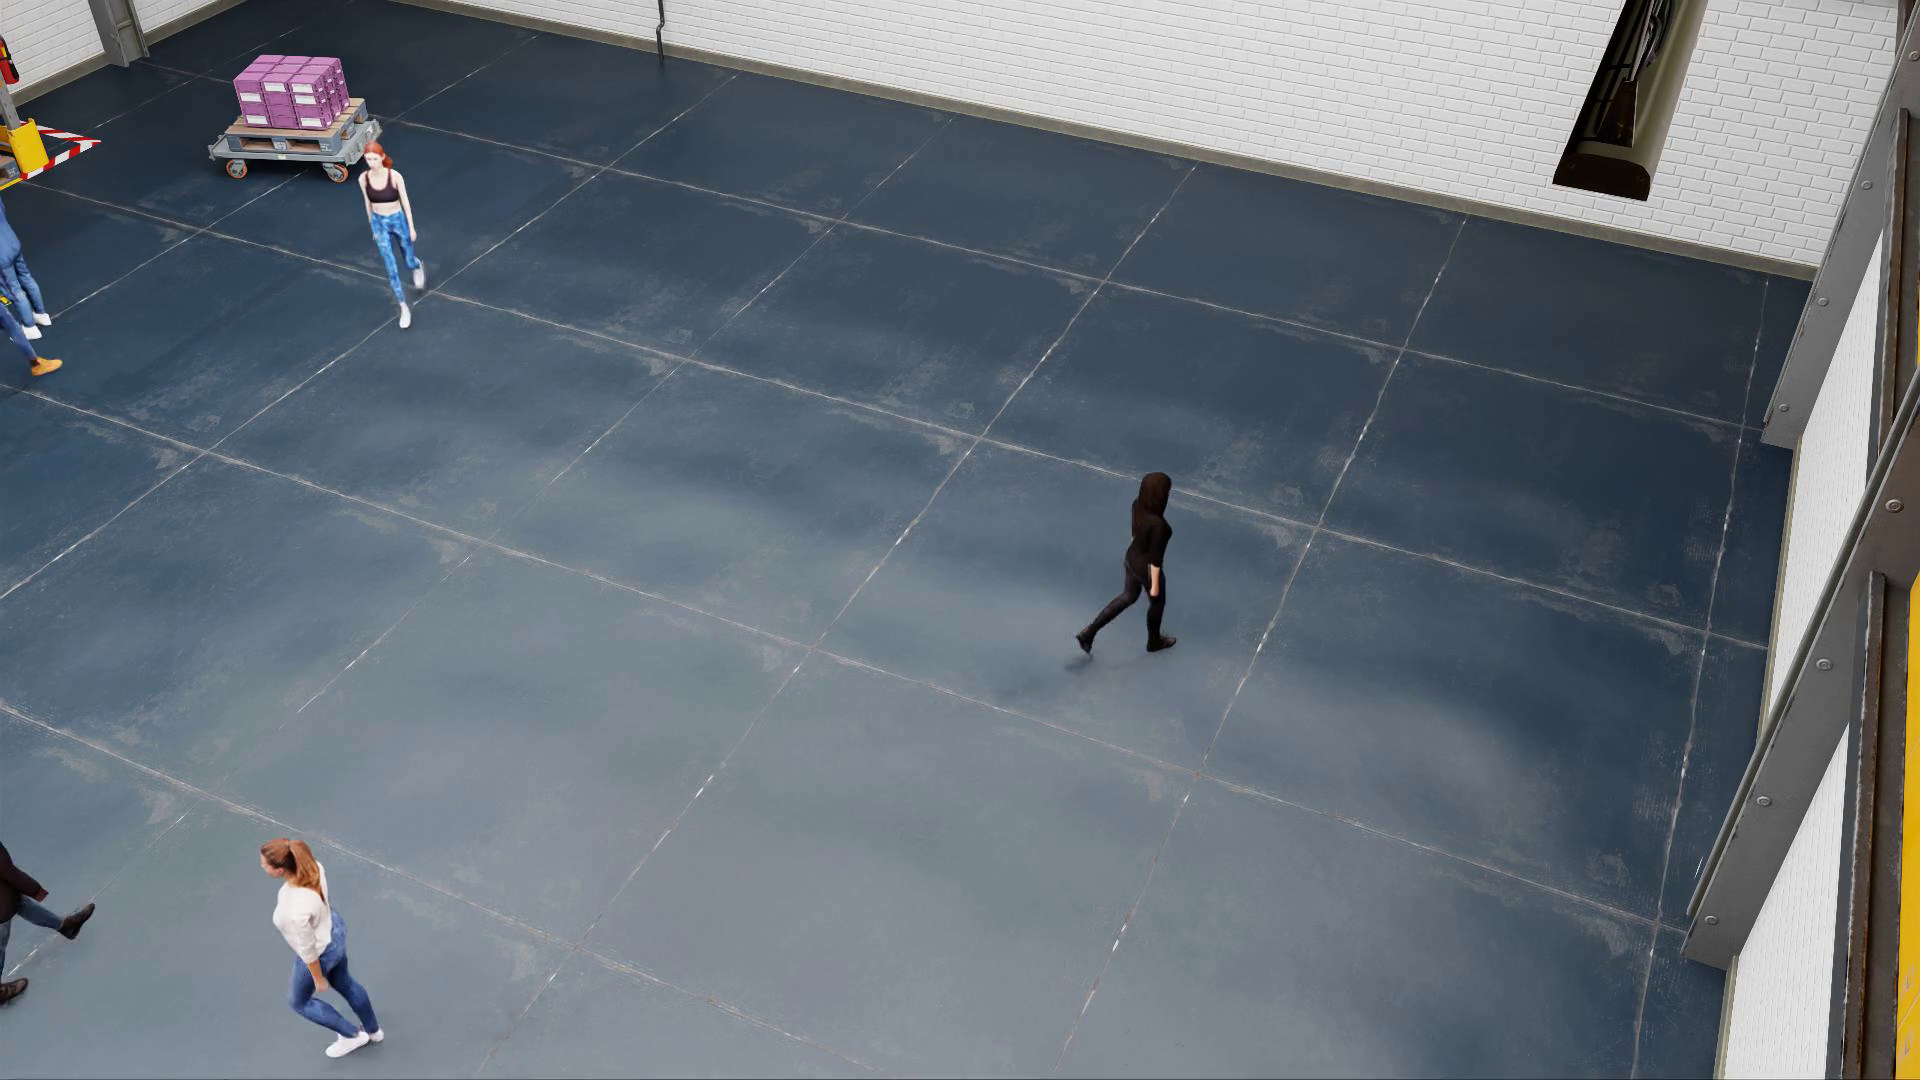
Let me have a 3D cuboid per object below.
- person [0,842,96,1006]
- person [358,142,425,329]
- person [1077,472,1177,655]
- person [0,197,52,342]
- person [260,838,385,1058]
[{"bbox_3d":[-5.607,2.055,9.510,0.699,1.592,1.040,20,43,23],"label":"person"},{"bbox_3d":[-5.309,-2.926,15.608,0.908,1.766,1.101,-4,39,-5],"label":"person"},{"bbox_3d":[1.231,0.217,11.790,1.071,1.619,0.973,-15,41,-19],"label":"person"},{"bbox_3d":[-8.834,-2.693,15.283,0.806,1.807,0.647,1,39,1],"label":"person"},{"bbox_3d":[-3.431,2.249,9.174,0.792,1.709,0.707,-3,39,-4],"label":"person"}]
